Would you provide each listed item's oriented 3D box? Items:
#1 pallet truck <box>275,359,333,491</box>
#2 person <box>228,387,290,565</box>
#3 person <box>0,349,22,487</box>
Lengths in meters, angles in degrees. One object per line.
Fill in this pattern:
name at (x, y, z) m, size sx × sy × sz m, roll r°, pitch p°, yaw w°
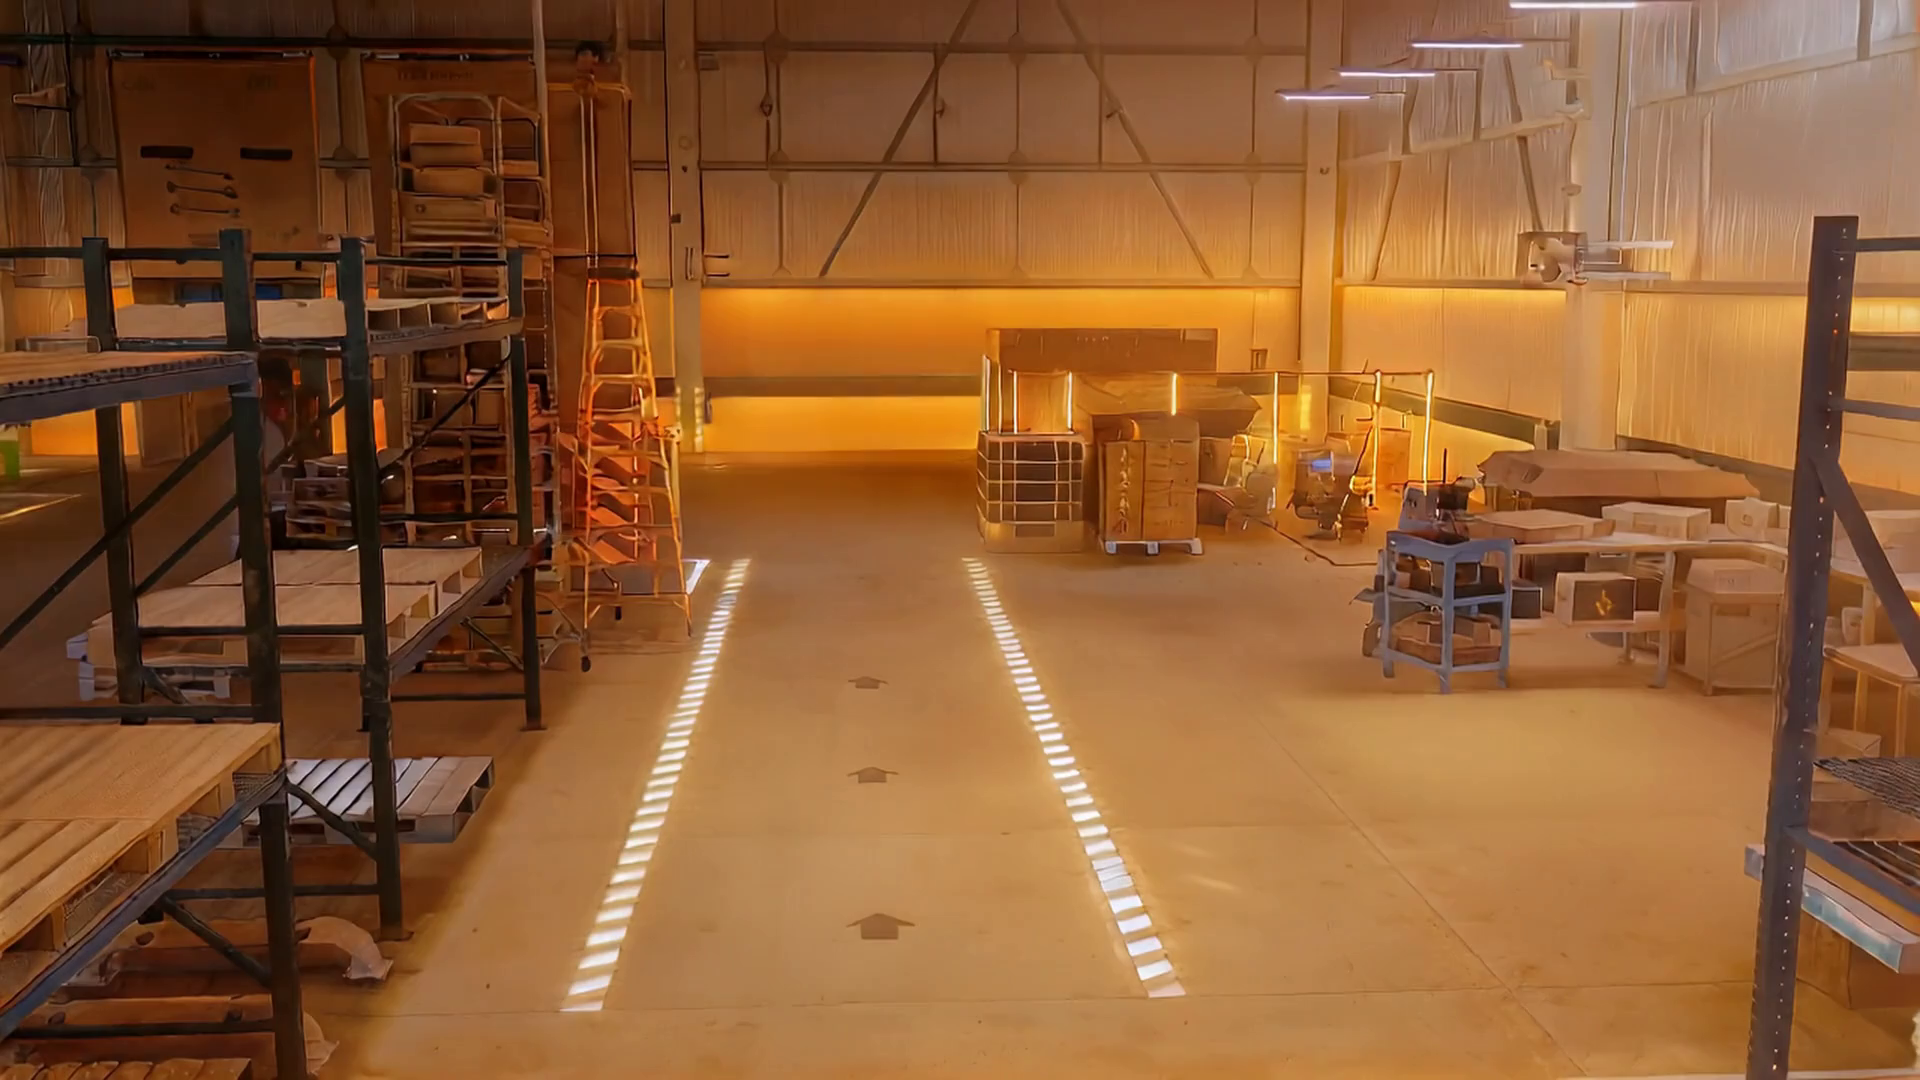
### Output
pallet truck at (-7.062, -1.131, 18.996) m, size 1.885 × 1.965 × 0.823 m, roll 2°, pitch 9°, yaw 13°
person at (-6.173, -0.437, 14.991) m, size 1.047 × 1.875 × 0.663 m, roll -9°, pitch 13°, yaw -44°
person at (-13.104, -1.687, 22.708) m, size 0.544 × 1.930 × 0.388 m, roll 8°, pitch 12°, yaw 42°
